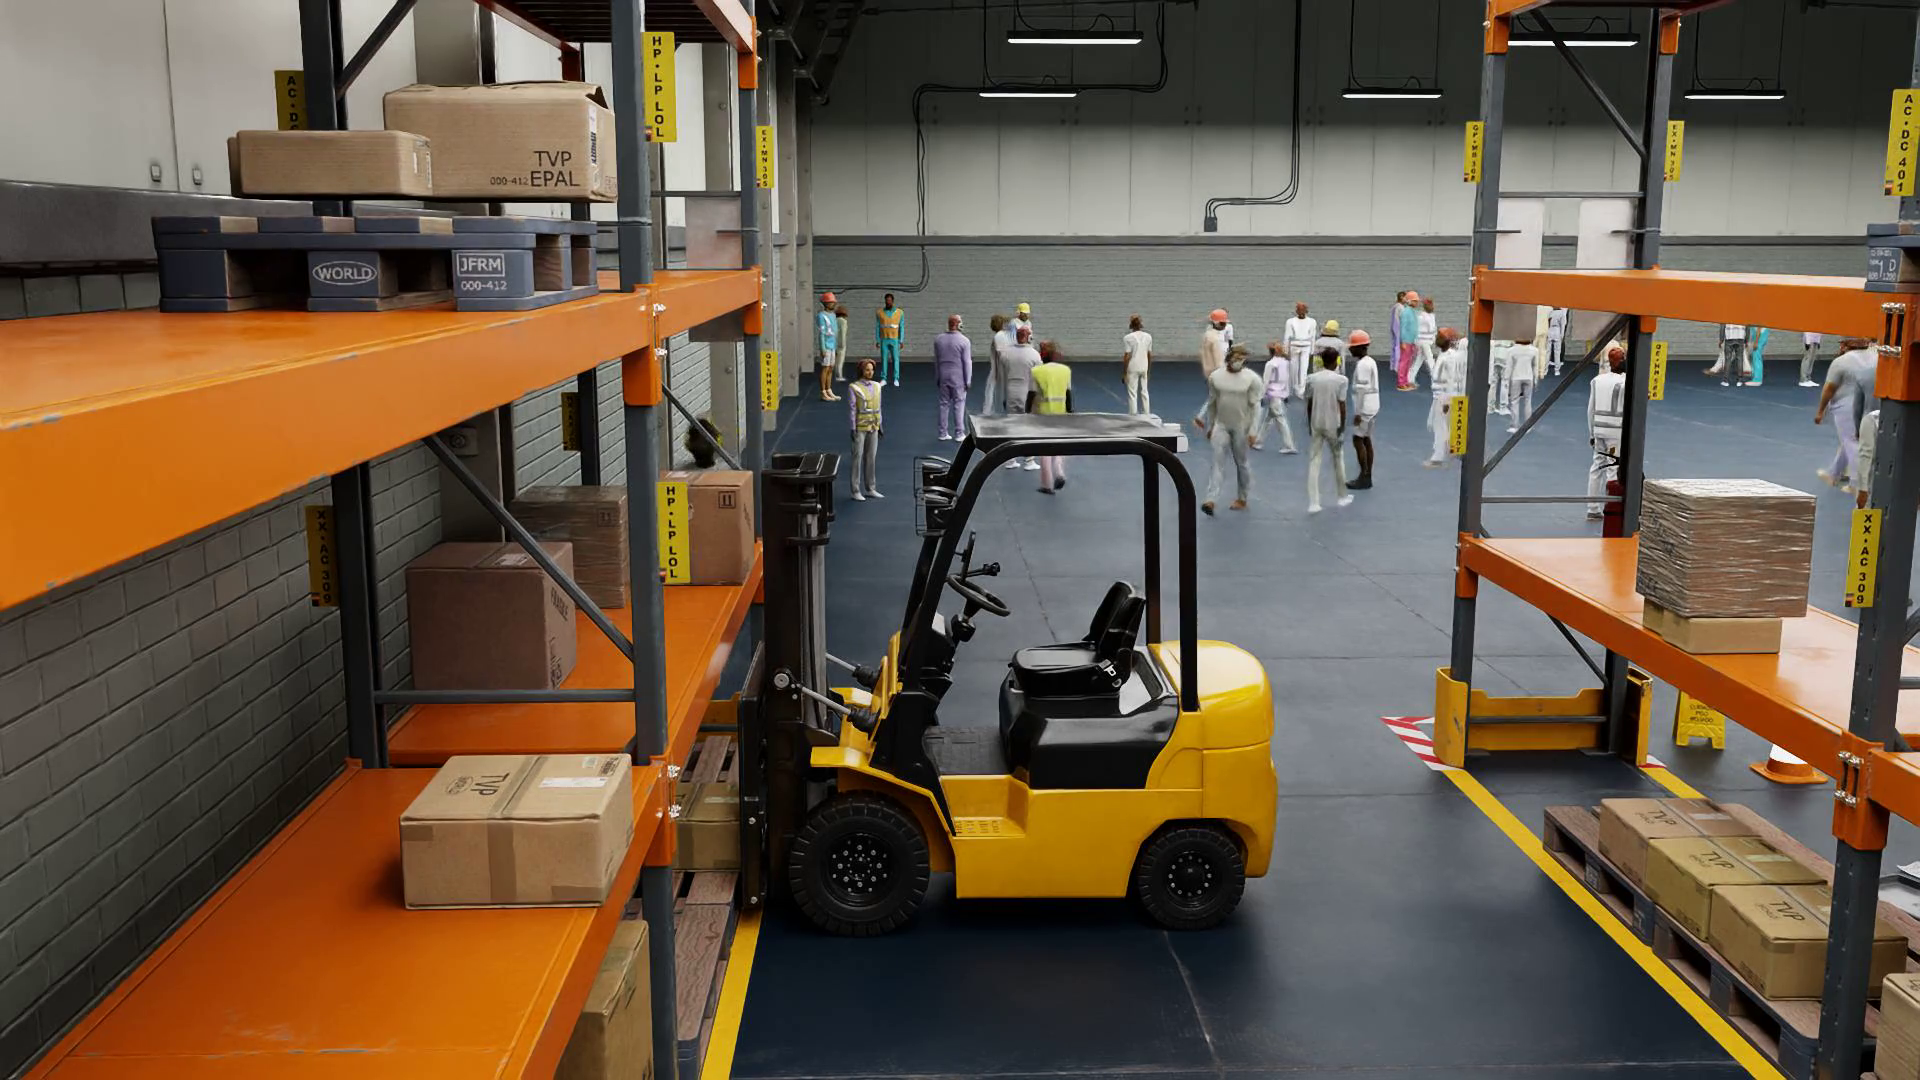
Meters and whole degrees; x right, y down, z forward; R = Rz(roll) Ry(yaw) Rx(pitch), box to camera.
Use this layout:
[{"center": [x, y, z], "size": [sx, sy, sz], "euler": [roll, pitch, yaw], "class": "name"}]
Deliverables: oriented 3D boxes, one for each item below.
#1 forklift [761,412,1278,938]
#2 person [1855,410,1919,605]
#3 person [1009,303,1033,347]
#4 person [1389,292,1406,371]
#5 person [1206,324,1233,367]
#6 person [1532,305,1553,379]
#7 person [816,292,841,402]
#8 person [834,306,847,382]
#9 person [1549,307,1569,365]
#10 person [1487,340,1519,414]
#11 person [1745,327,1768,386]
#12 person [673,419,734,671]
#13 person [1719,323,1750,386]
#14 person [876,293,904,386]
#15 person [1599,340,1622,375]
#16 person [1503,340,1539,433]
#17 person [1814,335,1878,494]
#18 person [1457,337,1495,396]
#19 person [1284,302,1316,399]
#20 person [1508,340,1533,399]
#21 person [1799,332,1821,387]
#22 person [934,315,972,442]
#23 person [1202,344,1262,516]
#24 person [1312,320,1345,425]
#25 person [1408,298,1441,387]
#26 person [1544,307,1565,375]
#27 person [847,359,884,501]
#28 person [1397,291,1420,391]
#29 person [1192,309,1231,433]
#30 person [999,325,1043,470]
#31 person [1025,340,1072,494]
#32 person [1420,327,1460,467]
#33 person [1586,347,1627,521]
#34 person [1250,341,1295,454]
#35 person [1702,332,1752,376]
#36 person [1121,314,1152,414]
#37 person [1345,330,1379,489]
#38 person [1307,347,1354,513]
[{"center": [0.291, 0.548, 7.580], "size": [2.313, 2.155, 1.214], "euler": [0, 10, -2], "class": "forklift"}, {"center": [7.674, -0.425, 13.690], "size": [0.614, 1.945, 0.395], "euler": [-1, 10, -5], "class": "person"}, {"center": [1.185, -3.599, 31.713], "size": [0.404, 1.826, 0.587], "euler": [8, 13, 38], "class": "person"}, {"center": [10.139, -4.811, 38.431], "size": [0.351, 1.838, 0.507], "euler": [-1, 10, -7], "class": "person"}, {"center": [5.126, -3.718, 32.769], "size": [0.557, 1.668, 0.709], "euler": [3, 11, 18], "class": "person"}, {"center": [12.526, -4.527, 36.277], "size": [0.688, 2.000, 0.539], "euler": [-5, 11, -24], "class": "person"}, {"center": [-2.454, -3.619, 31.202], "size": [0.369, 2.048, 0.608], "euler": [4, 11, 19], "class": "person"}, {"center": [-2.560, -4.201, 35.665], "size": [0.391, 1.604, 0.644], "euler": [-6, 12, -29], "class": "person"}, {"center": [14.527, -5.204, 40.394], "size": [0.593, 1.920, 0.391], "euler": [-5, 11, -24], "class": "person"}, {"center": [9.413, -3.129, 28.874], "size": [0.391, 1.911, 0.584], "euler": [-9, 13, -40], "class": "person"}, {"center": [16.589, -4.114, 34.562], "size": [0.348, 1.836, 0.517], "euler": [6, 12, 31], "class": "person"}, {"center": [-1.707, 0.108, 11.092], "size": [0.503, 1.819, 0.955], "euler": [2, 10, 12], "class": "person"}, {"center": [16.107, -4.162, 34.596], "size": [0.590, 1.917, 0.398], "euler": [3, 11, 15], "class": "person"}, {"center": [-1.461, -4.163, 34.602], "size": [0.596, 1.916, 0.386], "euler": [2, 10, 8], "class": "person"}, {"center": [9.494, -2.300, 24.203], "size": [0.383, 1.926, 0.550], "euler": [5, 11, 25], "class": "person"}, {"center": [8.800, -2.480, 26.072], "size": [0.535, 1.621, 0.352], "euler": [0, 10, 1], "class": "person"}, {"center": [10.602, -1.595, 19.948], "size": [0.699, 2.000, 1.027], "euler": [-3, 11, -16], "class": "person"}, {"center": [7.660, -2.378, 24.774], "size": [0.581, 1.878, 0.344], "euler": [-2, 10, -10], "class": "person"}, {"center": [6.516, -3.643, 31.909], "size": [0.586, 1.850, 0.927], "euler": [2, 10, 10], "class": "person"}, {"center": [10.709, -3.683, 31.787], "size": [0.614, 1.962, 0.366], "euler": [-5, 11, -27], "class": "person"}, {"center": [17.662, -4.134, 34.407], "size": [0.594, 1.924, 0.382], "euler": [-9, 14, -42], "class": "person"}, {"center": [-0.080, -2.422, 24.959], "size": [0.645, 1.900, 0.399], "euler": [7, 12, 33], "class": "person"}, {"center": [2.974, -1.209, 18.249], "size": [0.654, 1.879, 1.041], "euler": [6, 12, 28], "class": "person"}, {"center": [5.997, -2.720, 27.107], "size": [0.528, 1.719, 0.433], "euler": [1, 10, 5], "class": "person"}, {"center": [9.571, -4.010, 33.966], "size": [0.975, 1.834, 0.580], "euler": [7, 12, 35], "class": "person"}, {"center": [13.336, -4.581, 37.409], "size": [0.487, 1.744, 0.297], "euler": [4, 11, 19], "class": "person"}, {"center": [-1.099, -1.279, 19.306], "size": [0.308, 1.640, 0.510], "euler": [9, 14, 41], "class": "person"}, {"center": [9.050, -4.010, 33.527], "size": [0.393, 1.995, 0.612], "euler": [7, 12, 33], "class": "person"}, {"center": [3.898, -2.535, 25.366], "size": [0.518, 1.971, 0.635], "euler": [0, 10, -1], "class": "person"}, {"center": [0.834, -1.864, 21.861], "size": [0.636, 1.900, 0.402], "euler": [6, 12, 29], "class": "person"}, {"center": [1.036, -1.452, 19.748], "size": [0.572, 1.829, 0.451], "euler": [-7, 12, -35], "class": "person"}, {"center": [6.422, -1.880, 22.001], "size": [0.518, 1.872, 0.596], "euler": [1, 10, 6], "class": "person"}, {"center": [6.911, -1.105, 17.654], "size": [0.339, 1.882, 0.581], "euler": [-4, 11, -22], "class": "person"}, {"center": [4.437, -2.029, 23.598], "size": [0.853, 1.588, 0.533], "euler": [8, 13, 39], "class": "person"}, {"center": [17.163, -4.566, 36.962], "size": [1.040, 1.887, 0.650], "euler": [4, 11, 19], "class": "person"}, {"center": [2.792, -2.644, 26.346], "size": [0.507, 1.842, 0.351], "euler": [-5, 11, -25], "class": "person"}, {"center": [4.859, -1.572, 20.169], "size": [0.423, 1.928, 0.633], "euler": [3, 11, 17], "class": "person"}, {"center": [4.119, -1.241, 18.581], "size": [0.501, 1.826, 0.893], "euler": [6, 12, 29], "class": "person"}]
